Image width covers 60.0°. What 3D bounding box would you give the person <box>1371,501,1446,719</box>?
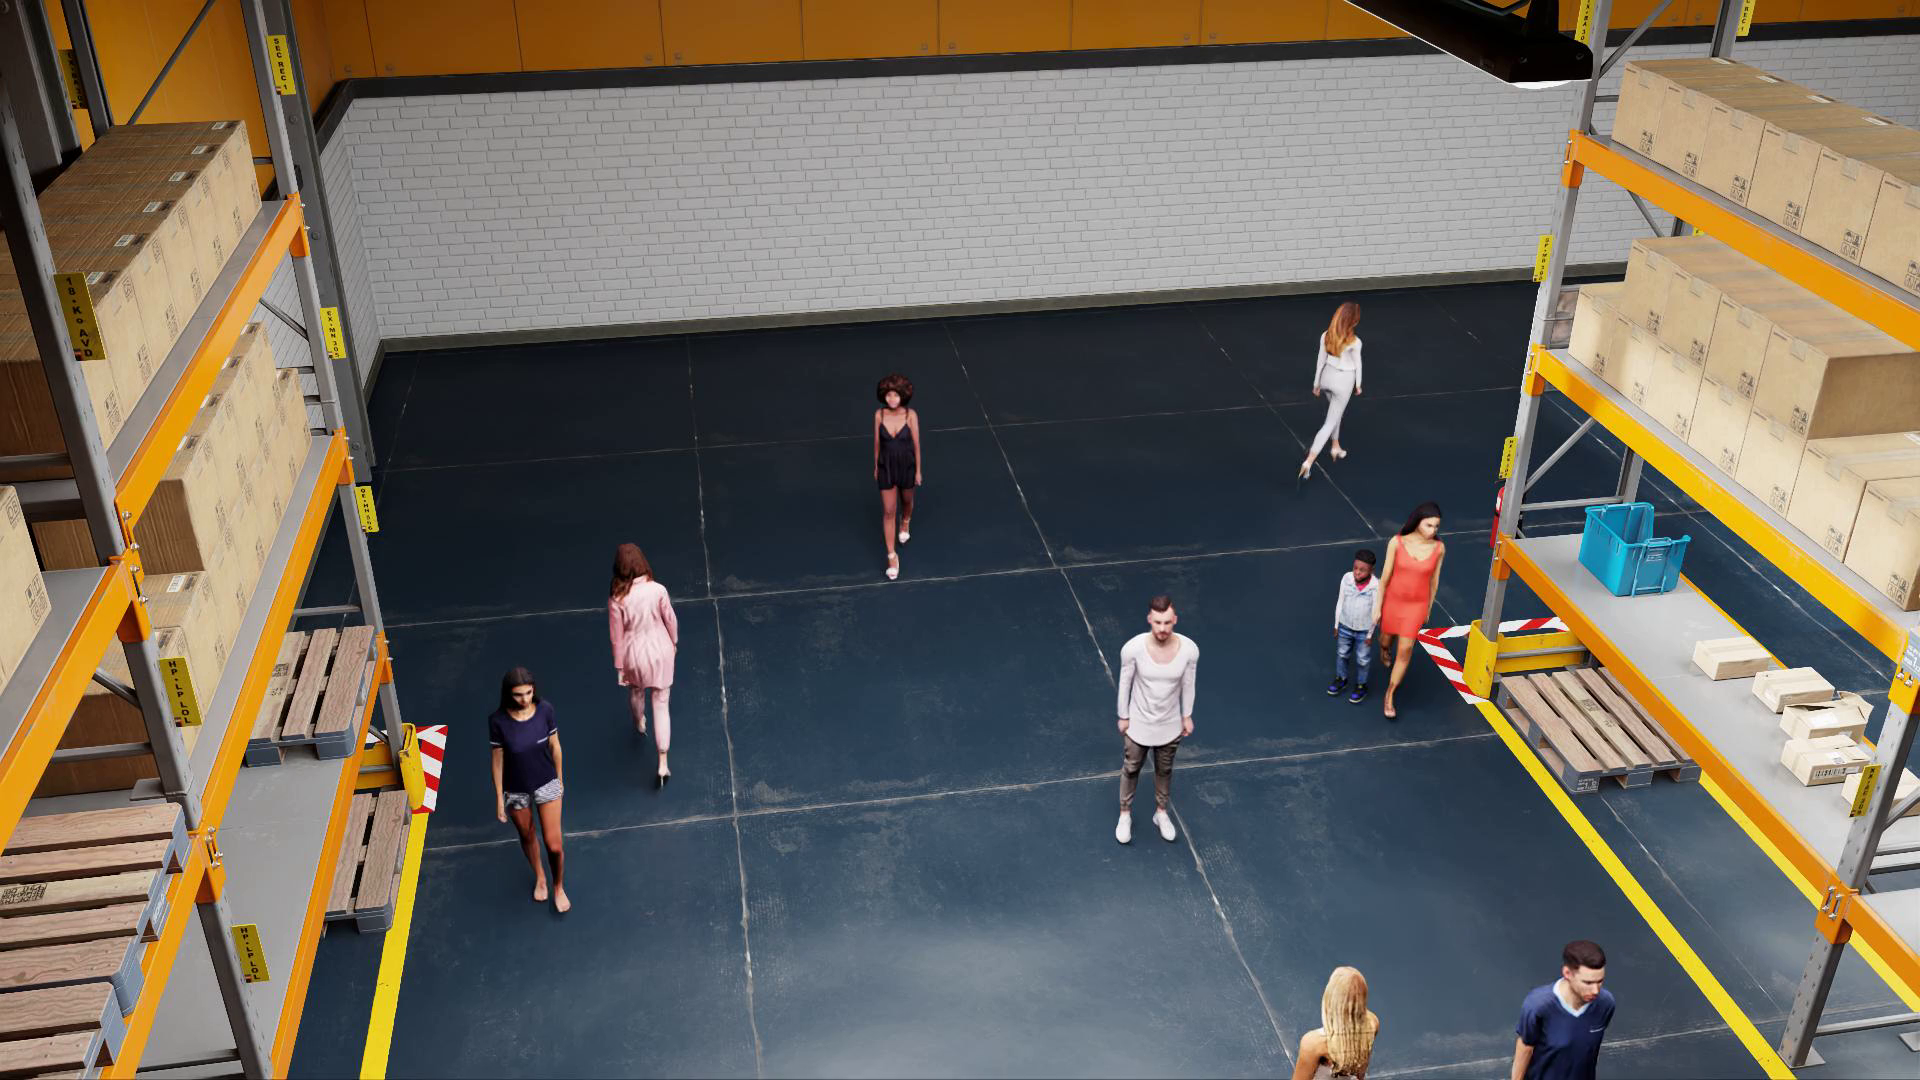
[{"bbox_3d":[3.295,0.448,12.375,0.826,1.695,1.085,5,29,8],"label":"person"}]

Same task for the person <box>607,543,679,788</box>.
[{"bbox_3d":[-2.147,0.890,11.499,0.683,1.758,1.093,-8,30,-14],"label":"person"}]

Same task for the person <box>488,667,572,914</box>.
[{"bbox_3d":[-2.693,1.497,10.395,0.614,1.750,0.670,-7,29,-12],"label":"person"}]

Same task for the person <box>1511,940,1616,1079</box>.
[{"bbox_3d":[2.863,2.656,8.194,0.690,1.823,1.107,-2,29,-4],"label":"person"}]

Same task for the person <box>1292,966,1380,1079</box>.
[{"bbox_3d":[1.794,2.813,7.937,0.771,1.794,0.874,-13,31,-23],"label":"person"}]

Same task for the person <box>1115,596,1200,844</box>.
[{"bbox_3d":[1.274,1.157,10.925,0.694,1.840,0.611,-1,29,-2],"label":"person"}]

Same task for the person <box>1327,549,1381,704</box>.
[{"bbox_3d":[3.000,0.620,12.517,0.555,1.258,0.613,17,33,29],"label":"person"}]

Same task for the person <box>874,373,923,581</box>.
[{"bbox_3d":[-0.523,-0.613,14.266,0.698,1.747,1.103,0,29,1],"label":"person"}]

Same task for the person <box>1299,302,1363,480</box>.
[{"bbox_3d":[3.500,-1.358,15.658,1.034,1.721,1.113,-25,37,-38],"label":"person"}]
